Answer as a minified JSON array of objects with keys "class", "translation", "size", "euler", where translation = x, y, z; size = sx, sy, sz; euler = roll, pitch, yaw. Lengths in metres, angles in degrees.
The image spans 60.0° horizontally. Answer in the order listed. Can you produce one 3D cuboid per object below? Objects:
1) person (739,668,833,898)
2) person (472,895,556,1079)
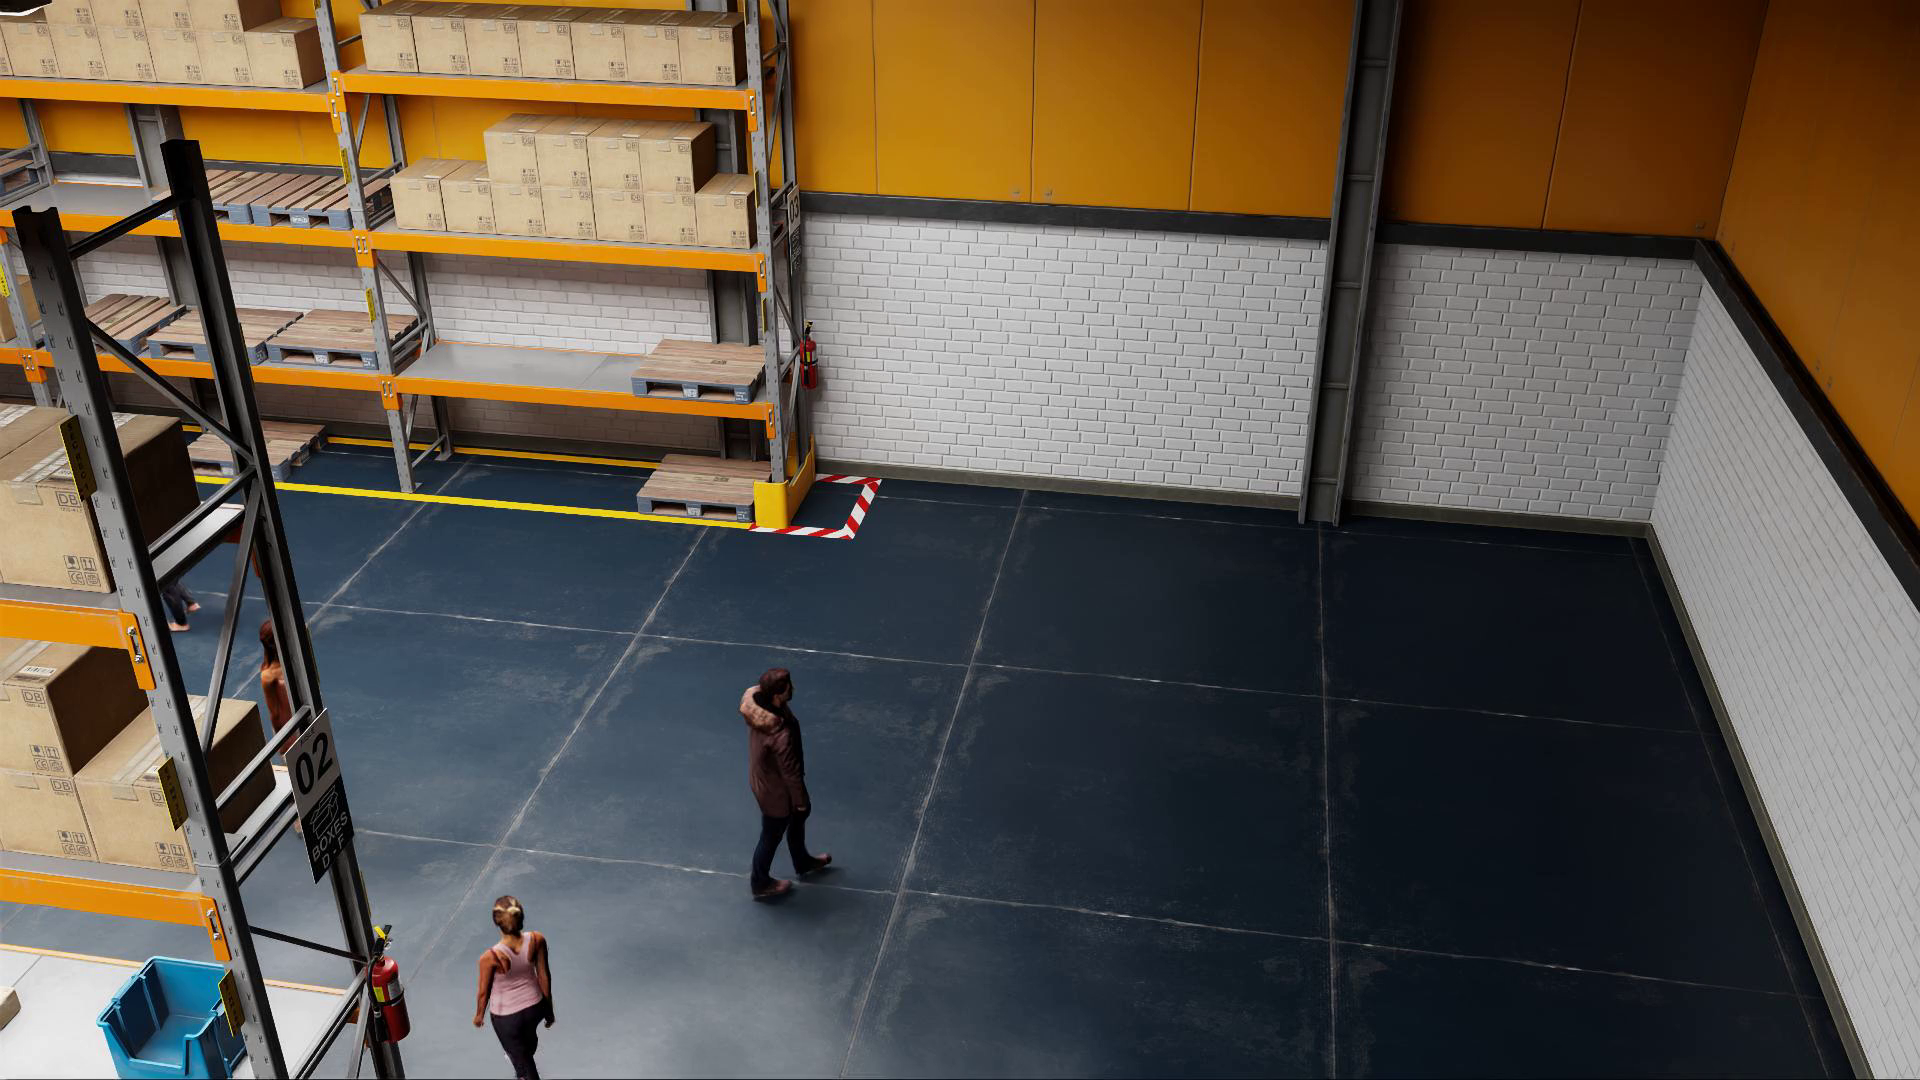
[{"class":"person","translation":[-1.332,1.682,11.348],"size":[1.050,1.823,0.987],"euler":[-10,30,-17]},{"class":"person","translation":[-2.500,2.775,9.572],"size":[0.996,1.604,1.119],"euler":[-22,36,-35]}]
